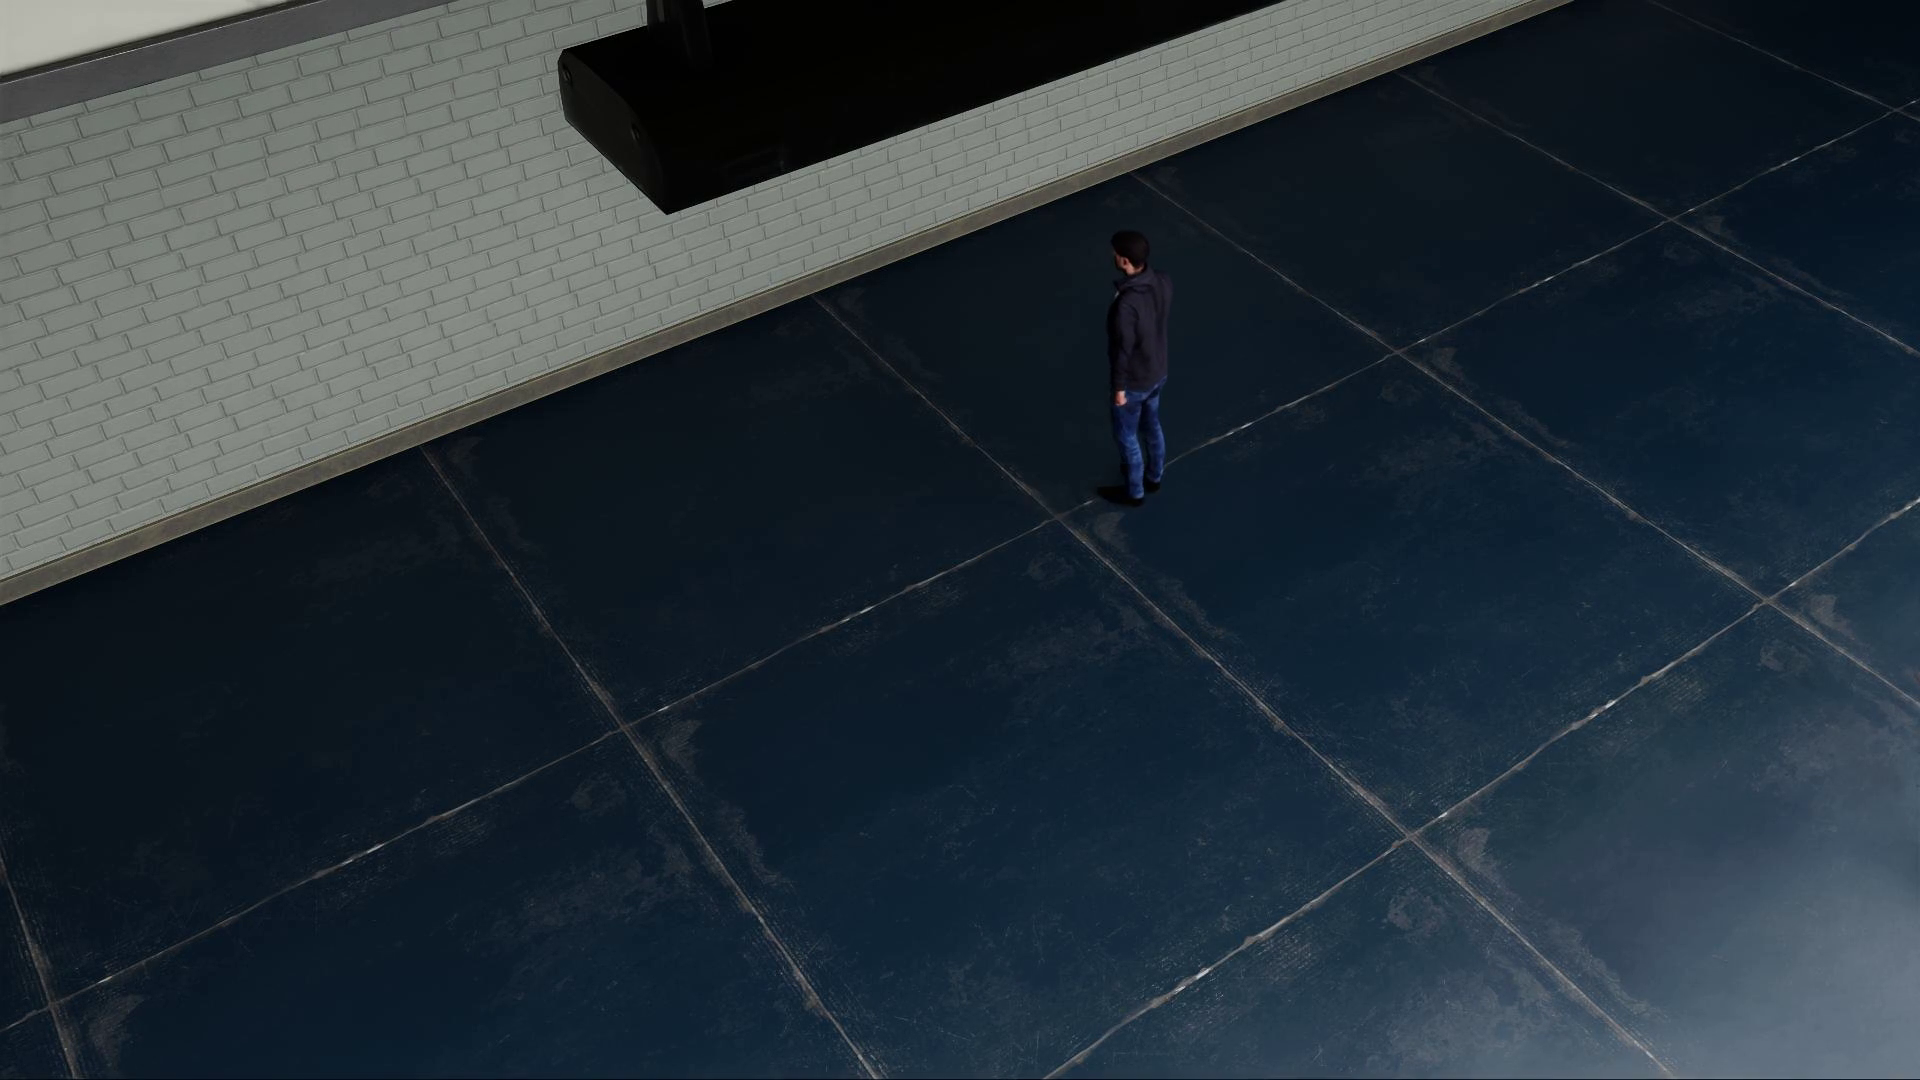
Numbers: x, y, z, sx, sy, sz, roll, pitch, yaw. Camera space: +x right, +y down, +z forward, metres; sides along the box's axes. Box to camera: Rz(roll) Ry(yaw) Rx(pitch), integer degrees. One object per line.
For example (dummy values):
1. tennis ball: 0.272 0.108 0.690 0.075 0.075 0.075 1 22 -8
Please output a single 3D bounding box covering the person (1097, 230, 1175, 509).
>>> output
1. person: 1.072 -0.990 9.930 0.760 1.871 0.789 28 50 27
